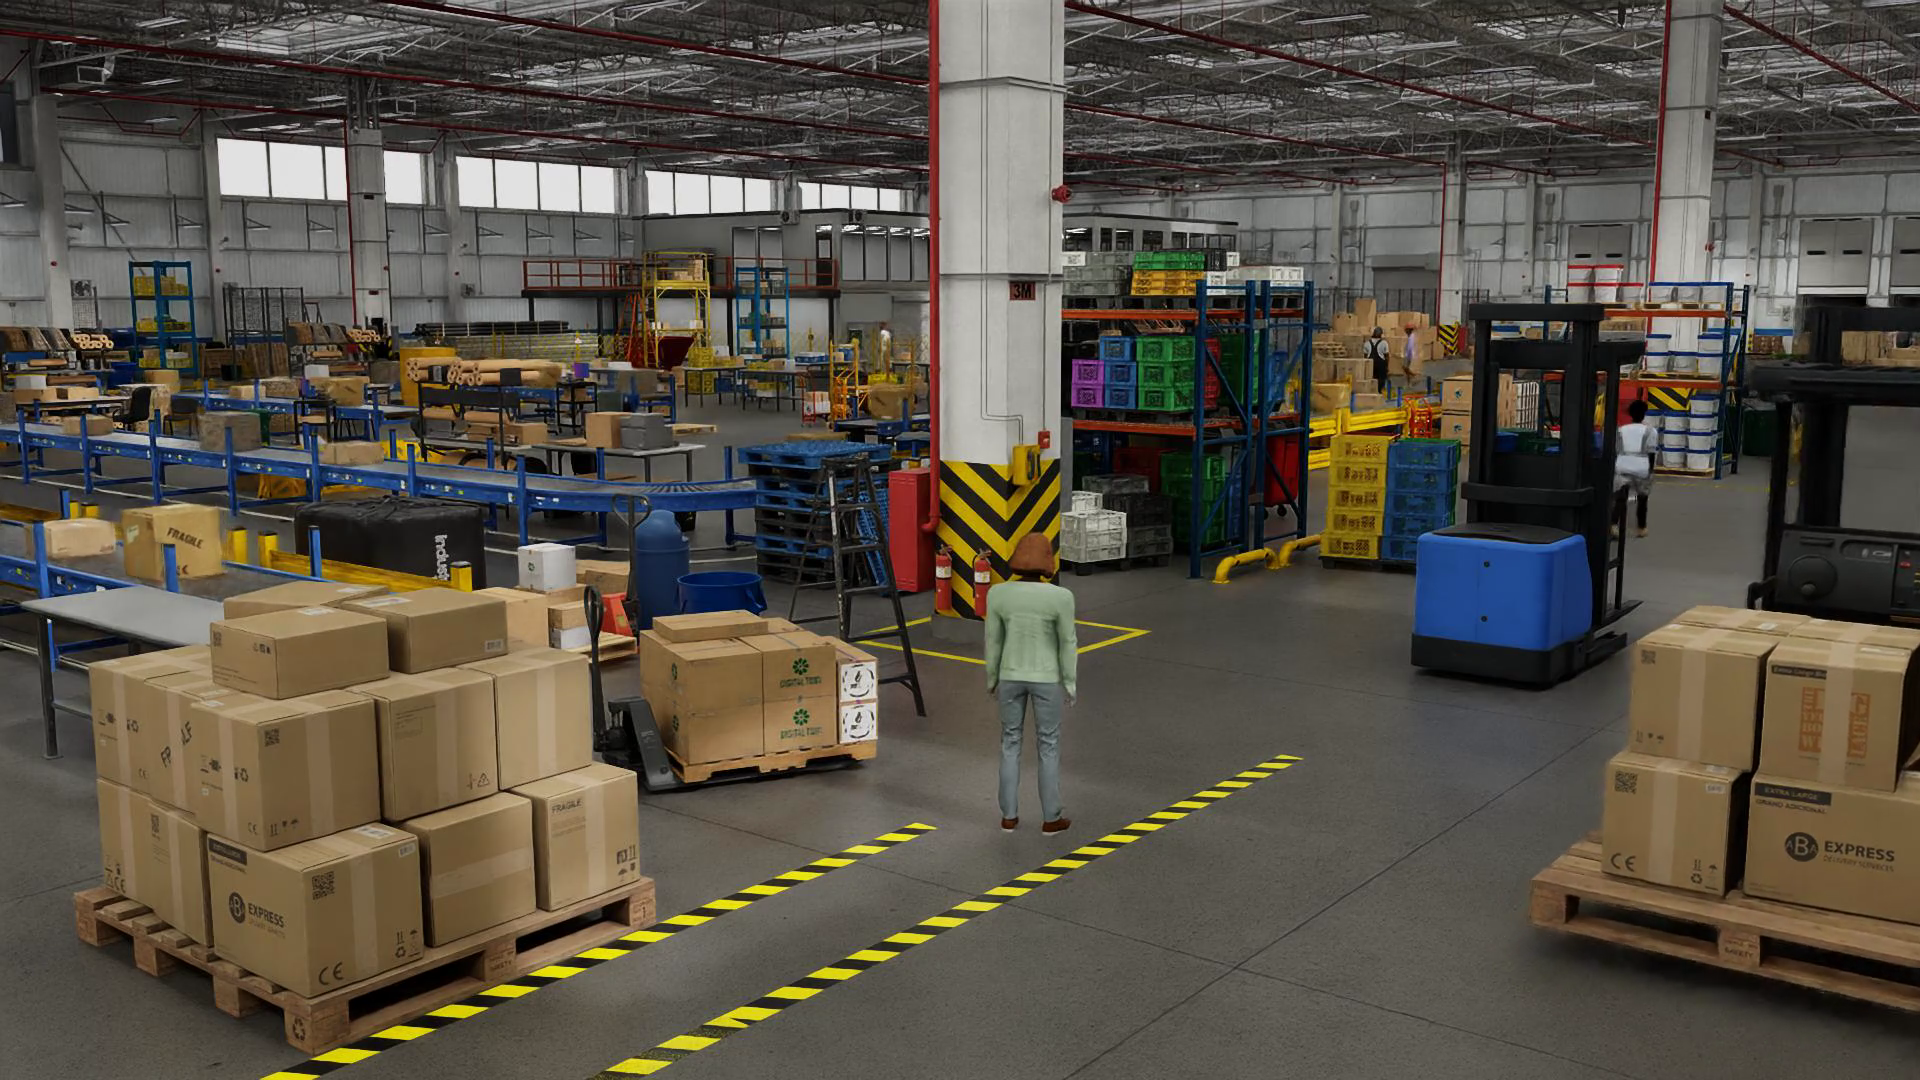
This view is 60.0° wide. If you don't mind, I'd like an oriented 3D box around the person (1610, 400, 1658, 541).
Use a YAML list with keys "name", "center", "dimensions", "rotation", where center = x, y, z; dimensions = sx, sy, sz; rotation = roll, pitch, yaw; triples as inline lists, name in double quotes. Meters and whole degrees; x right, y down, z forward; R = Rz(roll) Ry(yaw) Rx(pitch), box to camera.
- name: "person"
  center: [7.877, -0.816, 19.497]
  dimensions: [0.539, 1.657, 0.867]
  rotation: [7, 11, 40]

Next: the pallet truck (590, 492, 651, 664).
- name: "pallet truck"
  center: [-3.115, 0.344, 12.883]
  dimensions: [0.653, 1.274, 1.630]
  rotation: [7, 11, 37]

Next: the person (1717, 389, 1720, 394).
- name: "person"
  center: [17.893, -3.882, 39.279]
  dimensions: [0.646, 1.918, 0.585]
  rotation: [2, 9, 13]

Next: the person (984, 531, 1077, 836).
- name: "person"
  center: [0.381, 0.767, 8.915]
  dimensions: [0.507, 1.631, 0.273]
  rotation: [3, 9, 18]

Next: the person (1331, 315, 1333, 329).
- name: "person"
  center: [18.225, -10.011, 80.433]
  dimensions: [0.741, 1.974, 0.621]
  rotation: [0, 8, -2]

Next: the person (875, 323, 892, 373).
- name: "person"
  center: [-2.775, -7.028, 60.779]
  dimensions: [0.591, 1.844, 0.978]
  rotation: [-7, 11, -41]

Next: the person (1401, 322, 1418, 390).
- name: "person"
  center: [13.485, -5.526, 50.005]
  dimensions: [0.441, 2.026, 0.628]
  rotation: [1, 9, 8]

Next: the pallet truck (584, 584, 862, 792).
- name: "pallet truck"
  center: [-1.426, 0.805, 10.019]
  dimensions: [1.601, 1.201, 0.680]
  rotation: [-4, 9, -26]

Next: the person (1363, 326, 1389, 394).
- name: "person"
  center: [10.891, -4.548, 43.374]
  dimensions: [0.676, 2.000, 0.536]
  rotation: [6, 10, 36]

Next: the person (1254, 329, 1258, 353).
- name: "person"
  center: [10.747, -7.006, 60.813]
  dimensions: [0.903, 1.801, 0.644]
  rotation: [0, 8, 2]

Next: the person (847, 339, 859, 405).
- name: "person"
  center: [-2.834, -4.360, 43.167]
  dimensions: [0.424, 1.724, 0.569]
  rotation: [-2, 9, -15]

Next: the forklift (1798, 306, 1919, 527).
- name: "forklift"
  center: [5.062, 0.123, 9.072]
  dimensions: [1.129, 2.768, 1.873]
  rotation: [6, 11, 37]

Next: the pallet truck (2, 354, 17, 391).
- name: "pallet truck"
  center: [-24.881, -4.417, 42.634]
  dimensions: [1.885, 1.965, 0.823]
  rotation: [8, 11, 41]

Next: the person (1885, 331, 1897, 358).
- name: "person"
  center: [33.238, -6.870, 59.463]
  dimensions: [0.409, 1.917, 0.587]
  rotation: [1, 8, 4]

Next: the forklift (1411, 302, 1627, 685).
- name: "forklift"
  center: [4.379, -0.438, 12.852]
  dimensions: [1.129, 2.768, 1.873]
  rotation: [7, 11, 37]

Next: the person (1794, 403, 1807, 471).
- name: "person"
  center: [13.310, -1.824, 25.842]
  dimensions: [0.625, 1.785, 0.902]
  rotation: [7, 11, 38]

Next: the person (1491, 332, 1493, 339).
- name: "person"
  center: [18.139, -6.520, 57.336]
  dimensions: [0.429, 1.844, 0.627]
  rotation: [3, 9, 17]

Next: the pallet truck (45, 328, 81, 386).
- name: "pallet truck"
  center: [-23.775, -4.544, 43.495]
  dimensions: [1.885, 1.965, 0.823]
  rotation: [6, 10, 35]
